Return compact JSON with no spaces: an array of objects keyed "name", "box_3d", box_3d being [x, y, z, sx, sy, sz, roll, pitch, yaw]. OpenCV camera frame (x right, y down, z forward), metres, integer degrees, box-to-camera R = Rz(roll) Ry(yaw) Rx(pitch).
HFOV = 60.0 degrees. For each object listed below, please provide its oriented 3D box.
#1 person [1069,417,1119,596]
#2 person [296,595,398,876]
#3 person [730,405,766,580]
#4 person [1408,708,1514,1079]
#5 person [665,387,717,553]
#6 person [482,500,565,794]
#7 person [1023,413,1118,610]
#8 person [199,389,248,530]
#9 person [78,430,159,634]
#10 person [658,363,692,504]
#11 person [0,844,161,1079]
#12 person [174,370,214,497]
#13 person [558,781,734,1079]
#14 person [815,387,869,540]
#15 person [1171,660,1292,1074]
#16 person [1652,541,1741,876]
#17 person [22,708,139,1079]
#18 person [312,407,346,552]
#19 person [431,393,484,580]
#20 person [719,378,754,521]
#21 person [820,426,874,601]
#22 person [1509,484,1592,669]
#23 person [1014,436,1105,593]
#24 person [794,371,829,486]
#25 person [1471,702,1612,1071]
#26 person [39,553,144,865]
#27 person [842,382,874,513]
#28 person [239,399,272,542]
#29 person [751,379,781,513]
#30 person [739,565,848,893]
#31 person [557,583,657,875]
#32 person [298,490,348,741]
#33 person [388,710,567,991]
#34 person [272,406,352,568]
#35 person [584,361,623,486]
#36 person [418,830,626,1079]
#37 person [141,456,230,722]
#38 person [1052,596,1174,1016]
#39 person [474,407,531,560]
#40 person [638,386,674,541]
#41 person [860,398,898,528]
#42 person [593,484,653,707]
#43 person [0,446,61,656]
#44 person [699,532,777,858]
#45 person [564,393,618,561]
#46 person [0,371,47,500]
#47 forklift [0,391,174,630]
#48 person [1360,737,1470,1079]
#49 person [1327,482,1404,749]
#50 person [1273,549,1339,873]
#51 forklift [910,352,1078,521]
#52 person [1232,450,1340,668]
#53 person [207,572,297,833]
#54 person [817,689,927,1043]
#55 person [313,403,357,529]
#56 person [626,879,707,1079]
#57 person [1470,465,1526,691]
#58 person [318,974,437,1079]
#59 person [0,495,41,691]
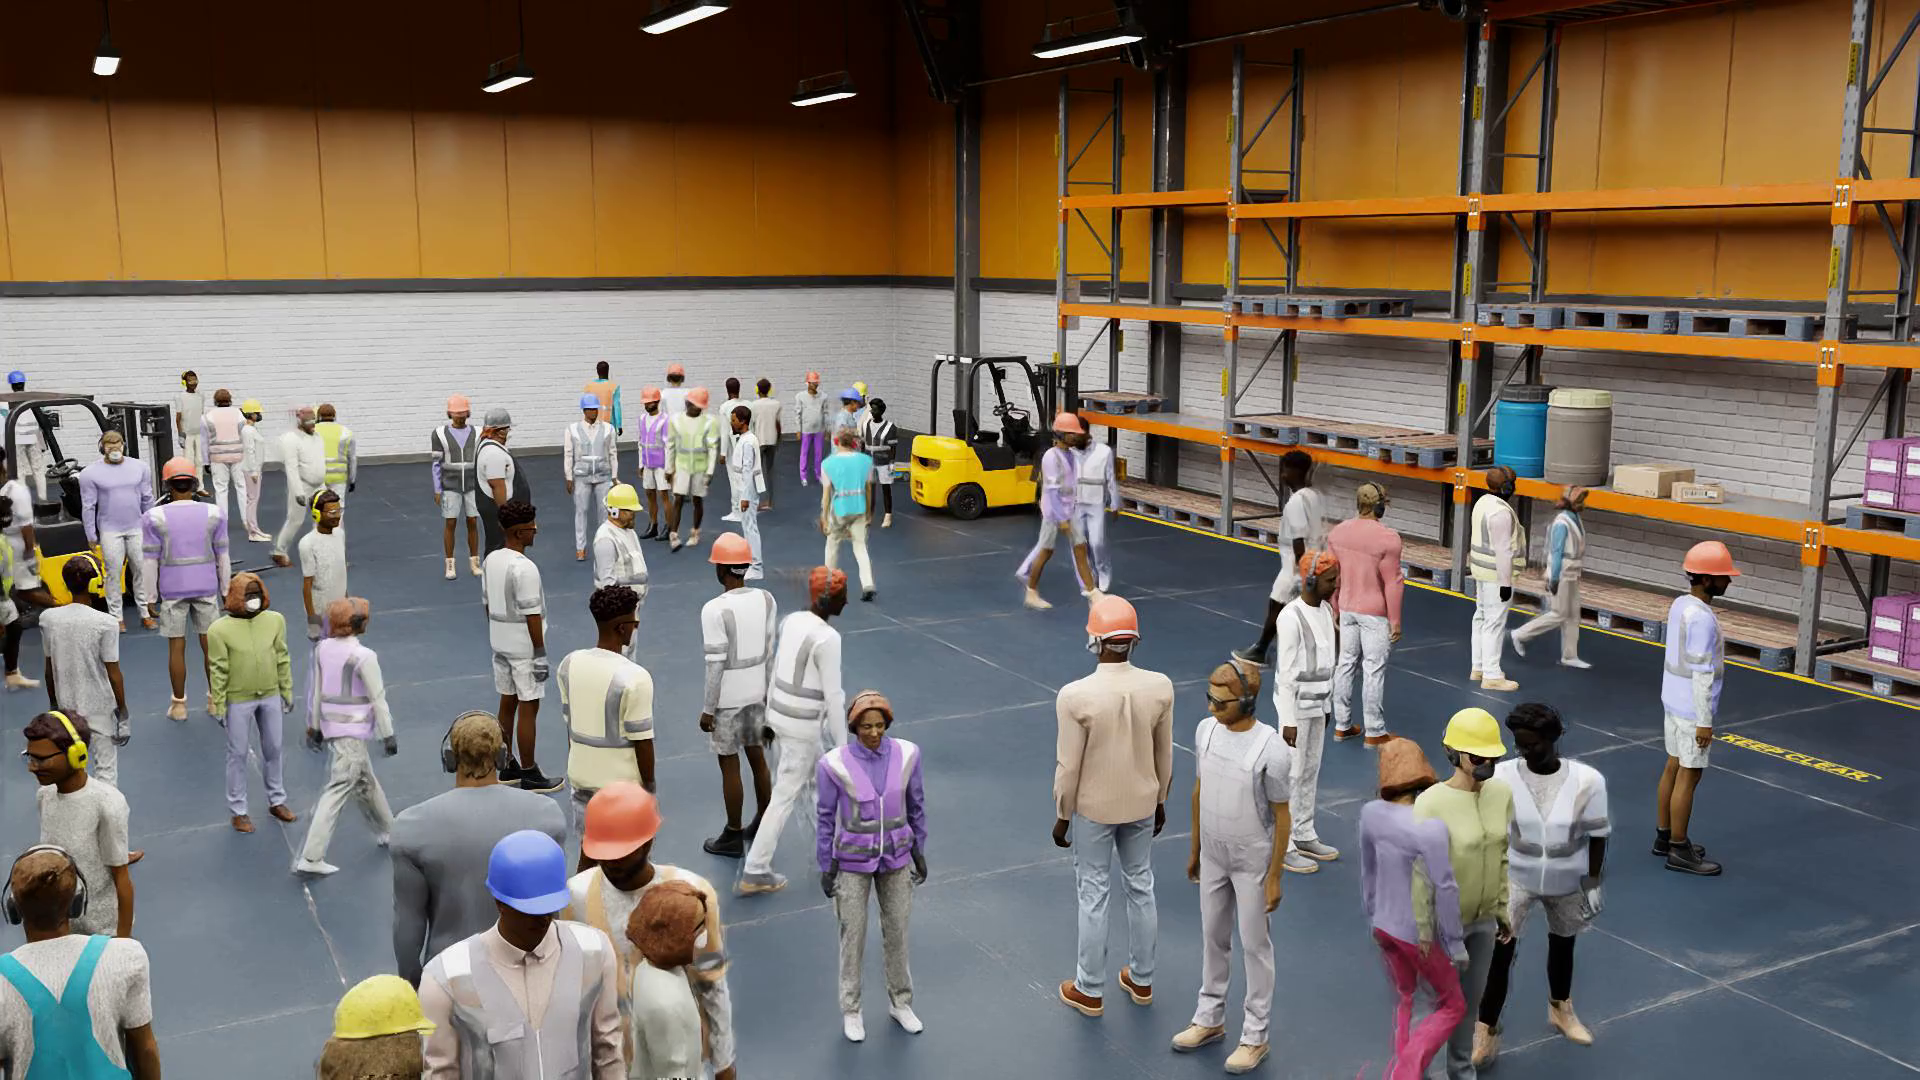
[{"name":"person","box_3d":[1.323,-0.350,17.311,0.639,1.885,0.466,4,11,21]},{"name":"person","box_3d":[-3.563,1.118,9.714,0.542,1.590,0.885,7,12,37]},{"name":"person","box_3d":[-2.328,-0.522,18.261,0.386,1.912,0.592,-2,10,-10]},{"name":"person","box_3d":[2.051,1.541,6.784,0.525,1.769,0.310,-6,11,-29]},{"name":"person","box_3d":[-3.219,-0.843,19.923,0.632,1.969,0.926,-1,10,-6]},{"name":"person","box_3d":[-2.916,0.703,11.028,0.361,1.965,0.613,-9,13,-43]},{"name":"person","box_3d":[1.079,-0.258,16.494,1.006,1.990,0.622,6,12,31]},{"name":"person","box_3d":[-9.408,-1.026,21.378,0.628,1.838,0.429,-5,11,-25]},{"name":"person","box_3d":[-7.900,-0.080,15.657,0.641,1.928,0.381,-9,13,-41]},{"name":"person","box_3d":[-3.989,-1.485,23.466,0.639,2.022,0.468,-2,10,-10]},{"name":"person","box_3d":[-2.679,1.807,5.023,0.505,1.847,0.347,-6,12,-31]},{"name":"person","box_3d":[-11.124,-1.526,24.135,0.330,1.874,0.518,5,11,27]},{"name":"person","box_3d":[-1.047,1.692,5.536,0.567,1.902,0.559,2,10,11]},{"name":"person","box_3d":[-1.421,-0.941,20.685,0.579,1.898,0.650,2,10,12]},{"name":"person","box_3d":[1.208,1.415,7.302,0.351,1.839,0.506,-8,13,-40]},{"name":"person","box_3d":[4.263,0.960,9.635,0.359,1.938,0.547,1,10,8]},{"name":"person","box_3d":[-3.392,1.555,6.454,0.521,1.857,0.343,5,11,29]},{"name":"person","box_3d":[-7.506,-0.685,19.603,0.331,1.765,0.533,2,10,9]},{"name":"person","box_3d":[-5.460,-0.587,18.232,0.605,2.045,0.379,-5,11,-27]},{"name":"person","box_3d":[-2.964,-1.203,22.159,0.394,1.913,0.590,7,12,36]},{"name":"person","box_3d":[-1.157,-0.276,17.172,0.579,1.805,0.934,-4,11,-22]},{"name":"person","box_3d":[5.131,0.308,14.321,0.593,1.620,0.532,7,12,34]},{"name":"person","box_3d":[1.031,-0.332,17.465,0.950,1.798,0.577,5,11,26]},{"name":"person","box_3d":[-2.267,-1.716,25.558,0.563,1.755,0.321,-5,11,-28]},{"name":"person","box_3d":[2.560,1.504,7.344,0.574,1.647,0.681,3,10,15]},{"name":"person","box_3d":[-5.039,1.003,9.624,0.510,1.861,0.324,1,10,8]},{"name":"person","box_3d":[-1.360,-1.229,22.543,0.600,1.829,0.404,2,10,11]},{"name":"person","box_3d":[-8.734,-0.862,20.613,0.315,1.769,0.524,-3,10,-19]},{"name":"person","box_3d":[-2.716,-1.300,22.933,0.528,1.835,0.441,-4,11,-22]},{"name":"person","box_3d":[-0.849,1.053,9.380,0.985,1.826,0.609,-5,11,-27]},{"name":"person","box_3d":[-1.739,1.182,8.314,0.598,1.958,0.373,7,12,33]},{"name":"person","box_3d":[-4.653,0.546,12.260,0.342,1.864,0.515,2,10,13]},{"name":"person","box_3d":[-1.752,1.575,6.131,0.637,1.930,0.373,-5,11,-25]},{"name":"person","box_3d":[-7.428,-0.592,18.820,0.909,1.867,0.642,4,11,21]},{"name":"person","box_3d":[-5.463,-1.780,25.496,0.587,1.911,0.397,3,10,15]},{"name":"person","box_3d":[-1.271,1.780,4.923,0.604,1.939,0.414,-6,12,-32]},{"name":"person","box_3d":[-5.911,0.376,12.736,0.611,2.032,0.411,-7,12,-34]},{"name":"person","box_3d":[0.715,1.245,7.829,0.612,1.995,0.376,-4,11,-23]},{"name":"person","box_3d":[-4.586,-0.320,16.706,0.536,2.000,0.681,-4,11,-23]},{"name":"person","box_3d":[-3.793,-0.948,20.652,0.547,1.929,0.386,7,12,35]},{"name":"person","box_3d":[-1.067,-0.999,21.601,0.530,1.697,0.321,5,11,24]},{"name":"person","box_3d":[-2.604,0.467,12.819,0.403,1.820,0.603,1,10,5]},{"name":"person","box_3d":[-8.381,0.068,14.837,0.647,1.926,0.826,4,11,24]},{"name":"person","box_3d":[-1.340,0.915,9.890,0.357,1.936,0.551,8,12,37]},{"name":"person","box_3d":[-4.279,-0.731,19.331,0.614,1.949,0.382,-4,10,-20]},{"name":"person","box_3d":[-13.027,-1.382,23.128,0.422,1.939,0.602,8,12,38]},{"name":"forklift","box_3d":[-9.026,-0.363,16.508,1.214,2.155,2.313,6,11,29]},{"name":"person","box_3d":[1.869,1.610,6.851,0.337,1.603,0.542,-3,10,-19]},{"name":"person","box_3d":[2.940,0.539,12.051,0.372,1.940,0.627,-8,13,-38]},{"name":"person","box_3d":[2.013,0.983,9.673,0.358,1.880,0.575,7,12,36]},{"name":"forklift","box_3d":[0.460,-1.461,22.833,2.313,2.155,1.214,-5,11,-28]},{"name":"person","box_3d":[2.883,0.180,14.188,1.033,1.914,0.613,6,11,29]},{"name":"person","box_3d":[-4.391,0.996,10.324,0.282,1.627,0.502,9,13,41]},{"name":"person","box_3d":[-0.403,1.471,7.577,0.520,1.630,0.321,-4,11,-22]},{"name":"person","box_3d":[-7.441,-0.709,19.591,0.659,1.812,0.705,-4,11,-21]},{"name":"person","box_3d":[-1.013,1.867,5.419,0.811,1.597,0.509,-2,10,-11]},{"name":"person","box_3d":[4.424,0.302,13.688,0.429,1.846,0.633,0,10,1]},{"name":"person","box_3d":[-1.526,1.996,4.336,0.338,1.707,0.589,-1,10,-4]},{"name":"person","box_3d":[-7.732,0.455,13.307,0.673,1.654,0.548,-4,10,-20]}]
